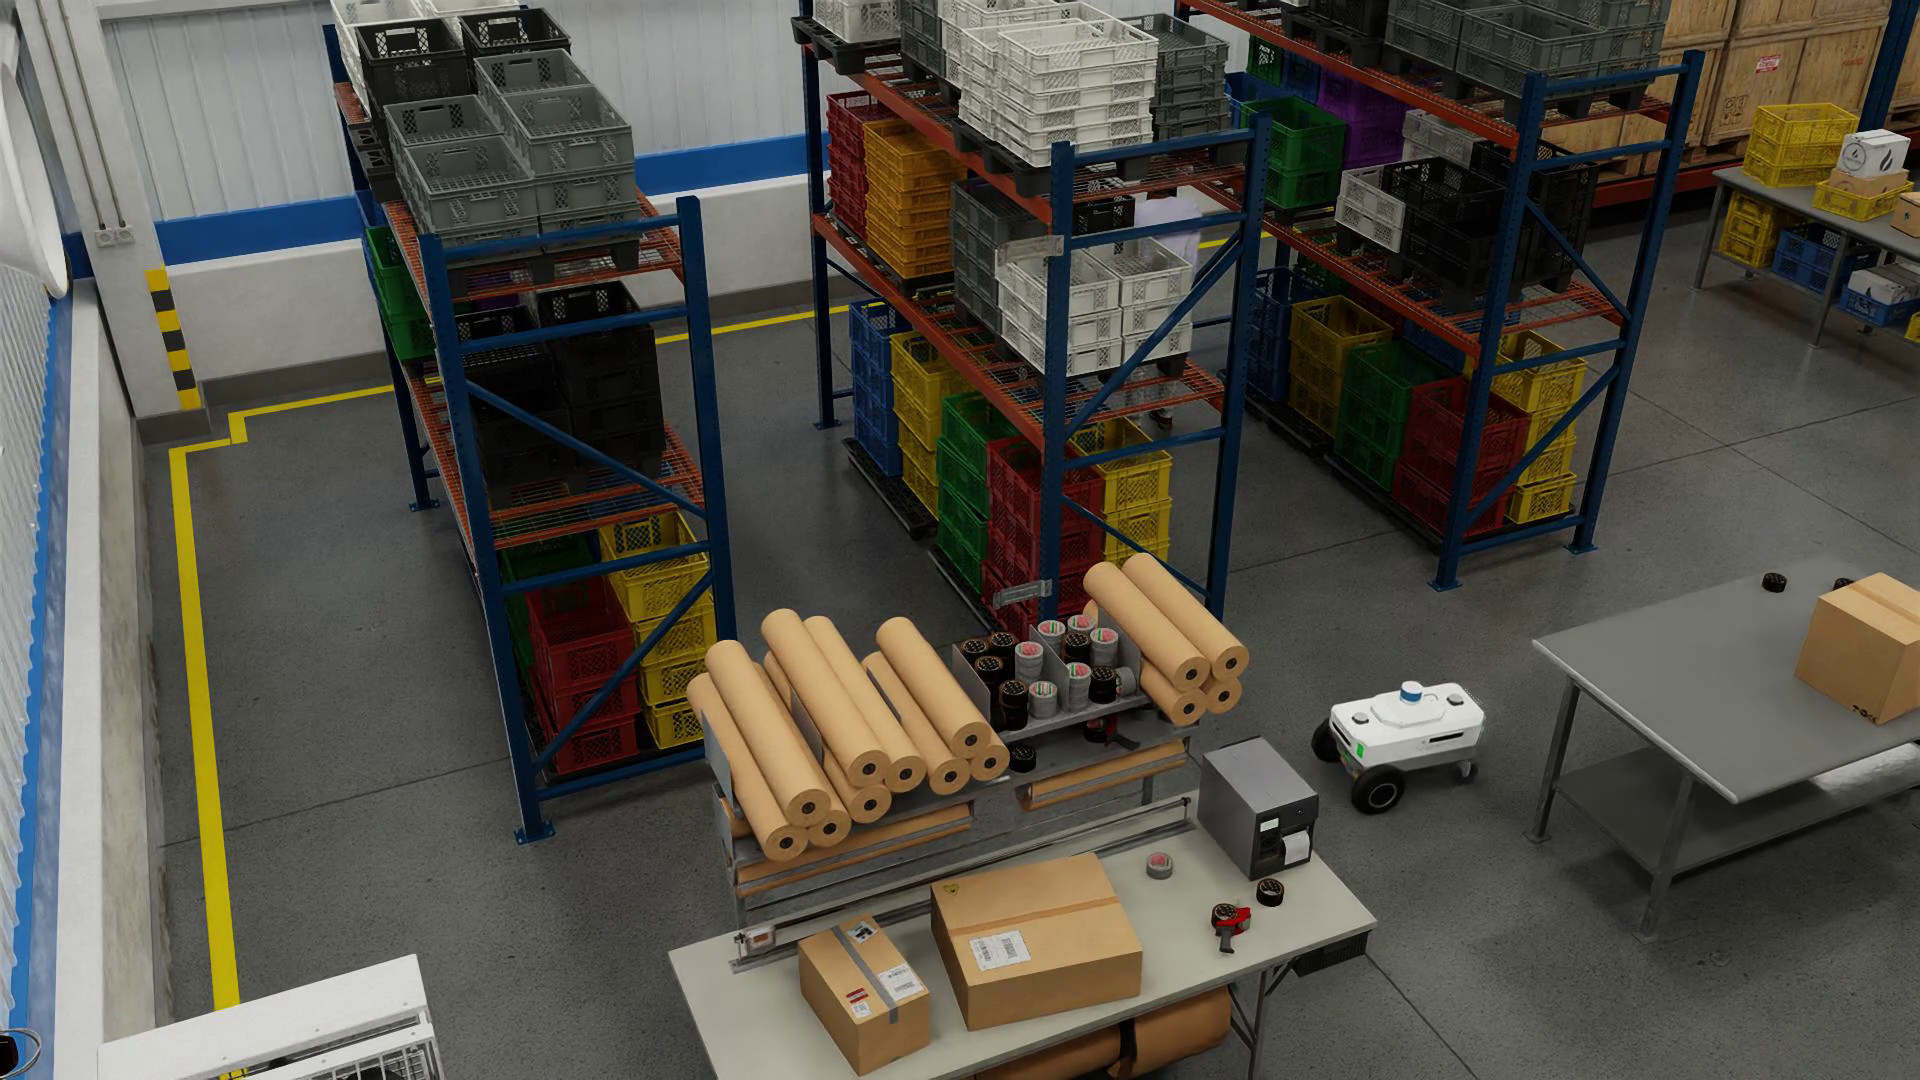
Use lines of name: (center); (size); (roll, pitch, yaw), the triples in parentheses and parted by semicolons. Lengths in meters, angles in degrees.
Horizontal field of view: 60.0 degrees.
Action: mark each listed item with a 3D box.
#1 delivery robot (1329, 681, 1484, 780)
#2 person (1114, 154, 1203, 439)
delivery robot: (2.175, 0.909, 8.113); (0.707, 0.478, 0.477); (-9, 33, -14)
person: (1.260, -1.596, 10.958); (0.631, 1.939, 0.369); (-14, 34, -21)
